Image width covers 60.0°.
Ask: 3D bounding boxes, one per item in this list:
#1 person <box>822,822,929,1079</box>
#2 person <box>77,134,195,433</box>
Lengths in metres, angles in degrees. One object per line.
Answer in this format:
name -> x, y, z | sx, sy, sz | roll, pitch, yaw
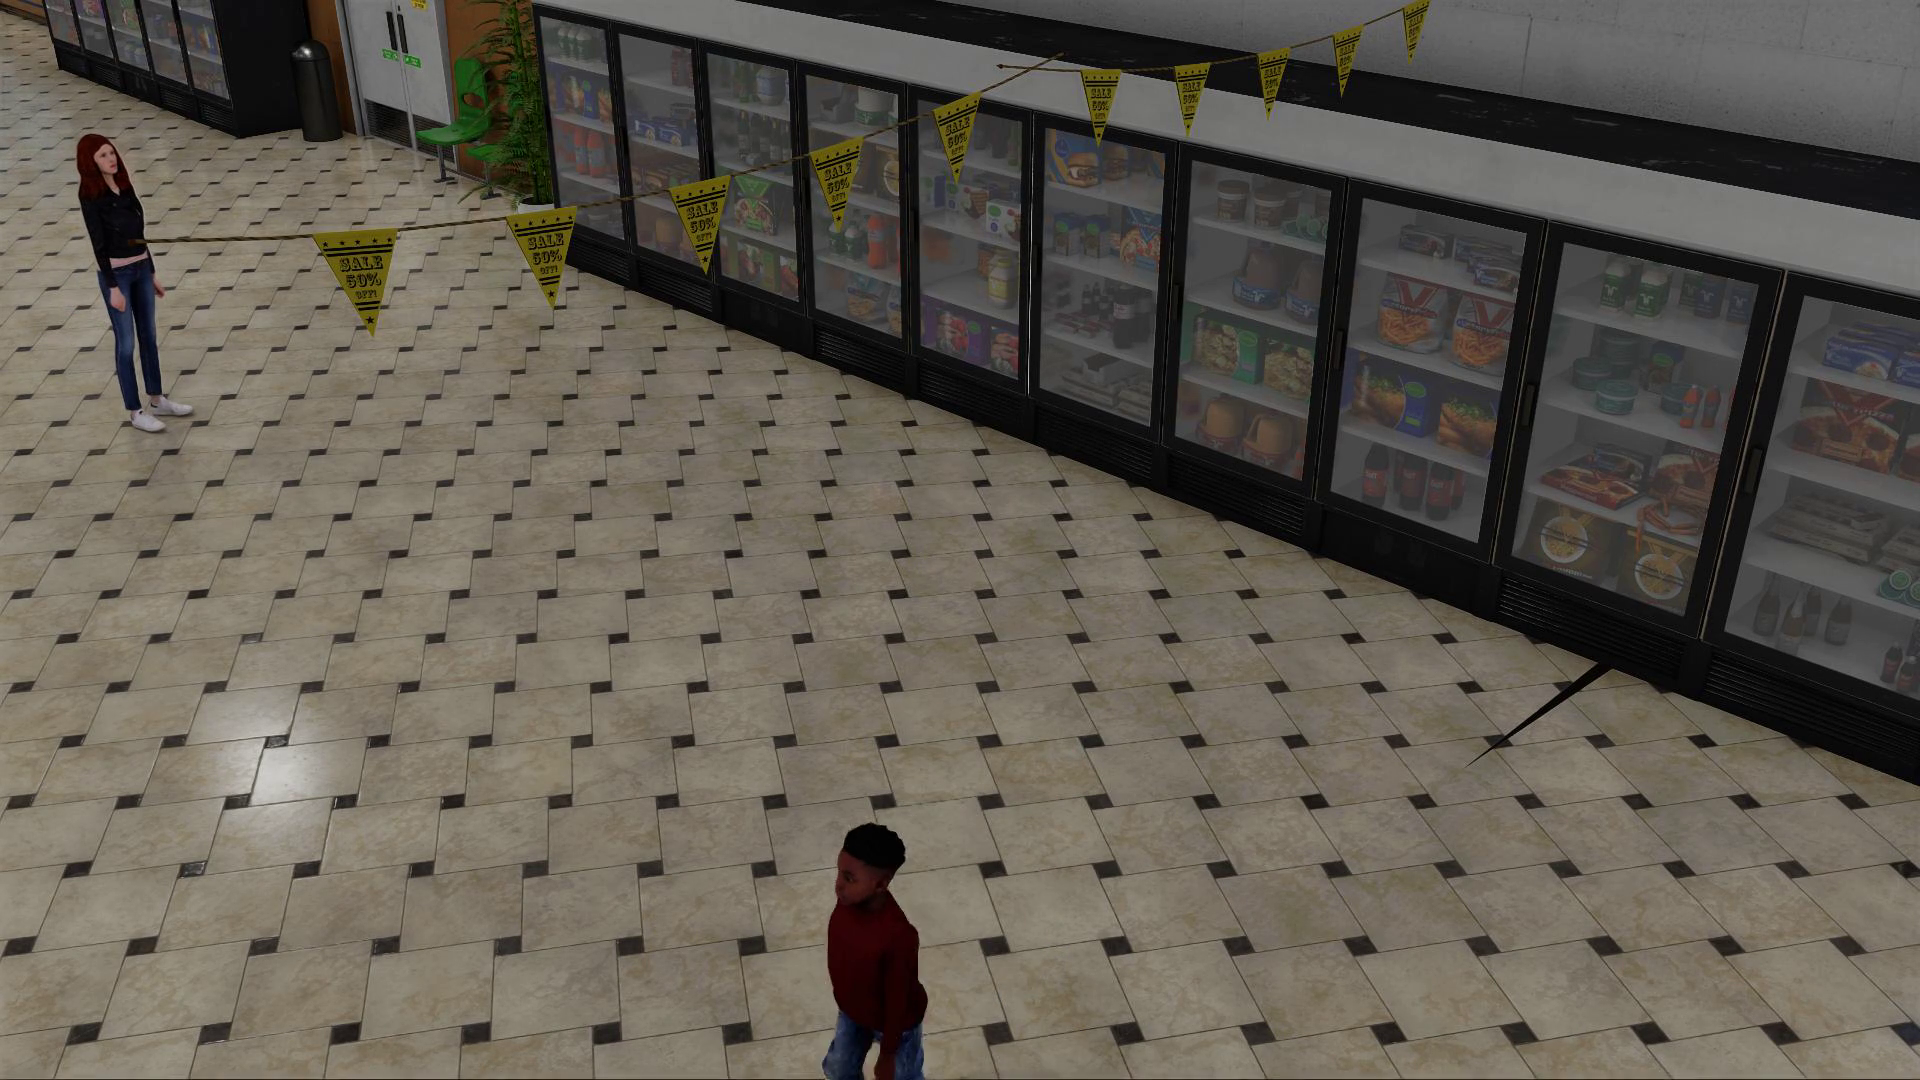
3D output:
person -> -0.183, 1.341, 4.915 | 0.498, 1.244, 0.517 | -23, 35, -37
person -> -5.017, -1.551, 10.019 | 0.725, 1.786, 0.627 | 8, 28, 15
